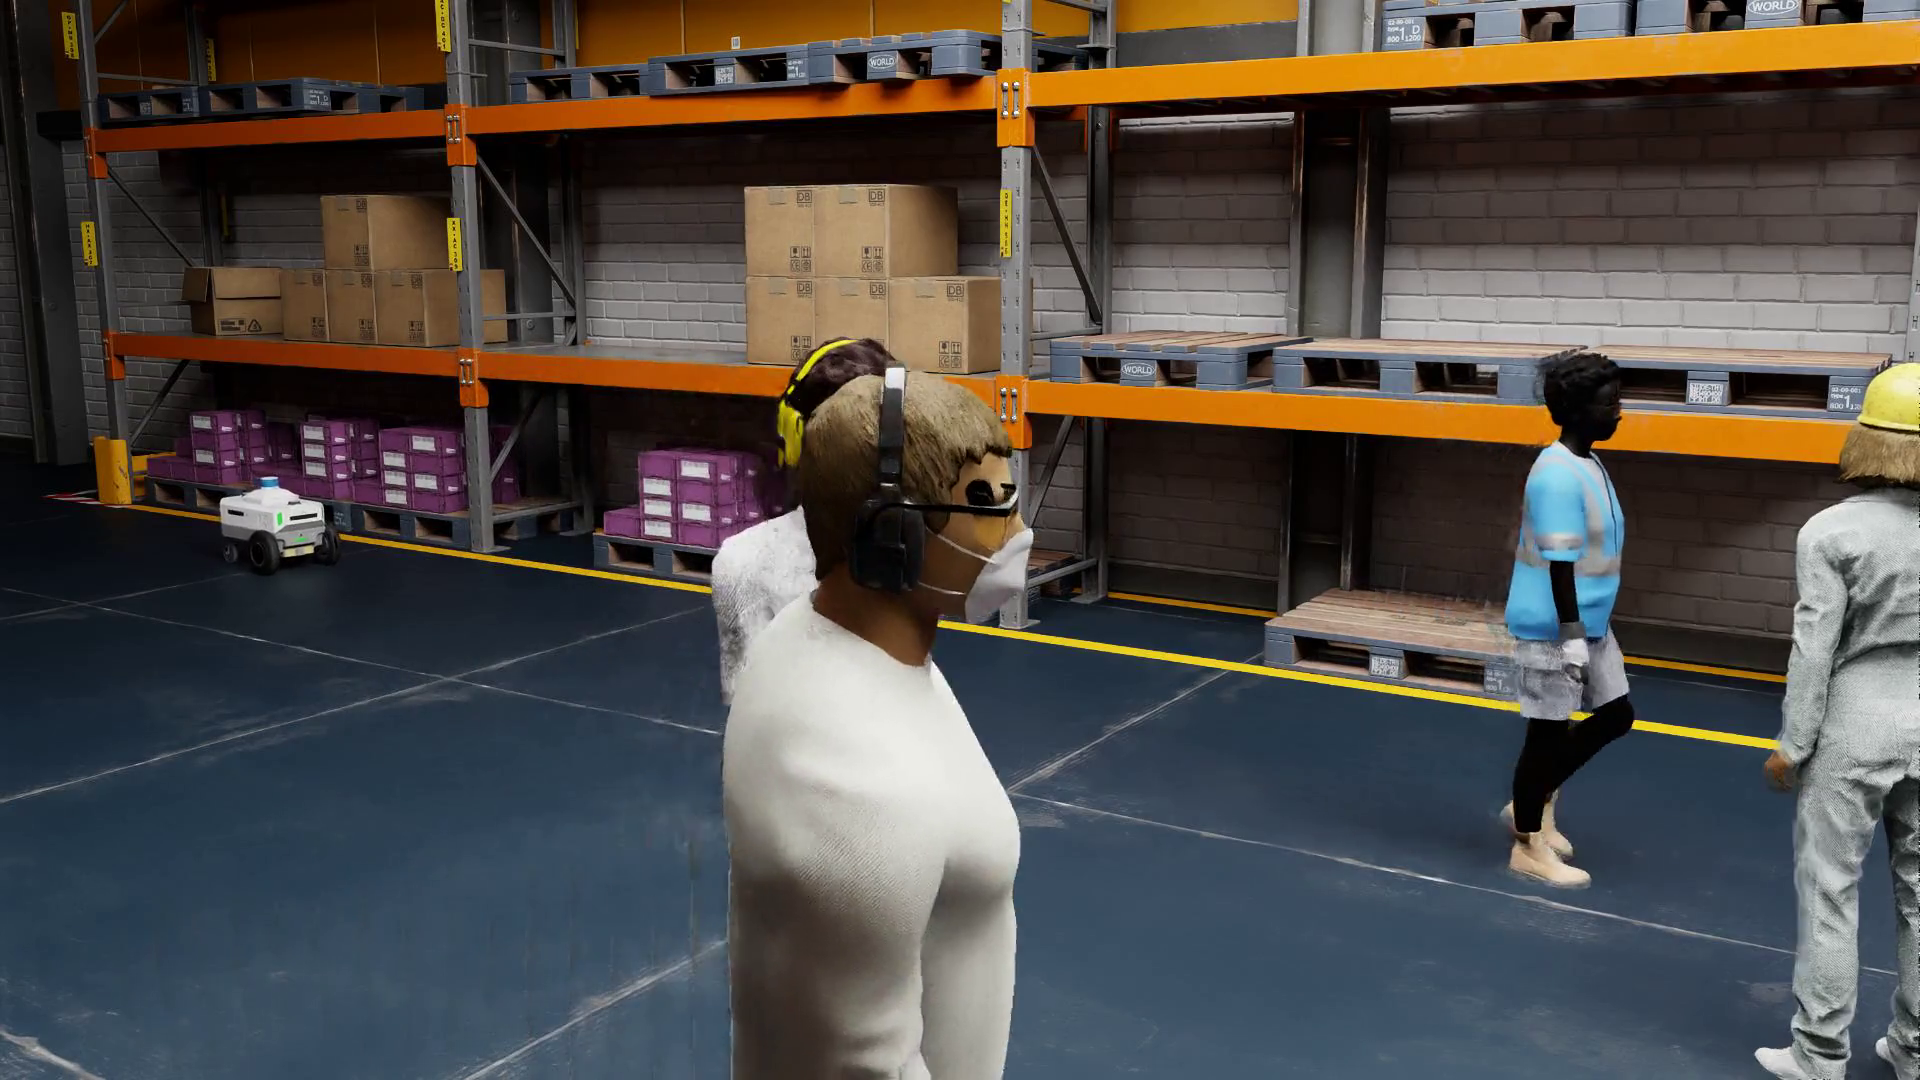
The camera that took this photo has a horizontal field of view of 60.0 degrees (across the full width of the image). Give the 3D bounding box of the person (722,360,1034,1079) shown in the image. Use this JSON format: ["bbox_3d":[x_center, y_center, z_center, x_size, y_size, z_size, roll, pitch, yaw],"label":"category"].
[{"bbox_3d":[-0.142,0.743,1.909,0.962,1.908,0.629,-2,10,-11],"label":"person"}]

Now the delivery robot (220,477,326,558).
[{"bbox_3d":[-4.268,-0.149,10.313,0.707,0.478,0.477,8,13,36],"label":"delivery robot"}]

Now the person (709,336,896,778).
[{"bbox_3d":[-0.201,0.582,2.900,0.333,1.864,0.520,8,13,38],"label":"person"}]

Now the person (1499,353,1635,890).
[{"bbox_3d":[1.891,0.267,5.143,0.369,1.684,0.538,7,13,36],"label":"person"}]

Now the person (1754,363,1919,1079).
[{"bbox_3d":[2.153,0.462,3.930,0.523,1.745,0.323,0,10,-2],"label":"person"}]
